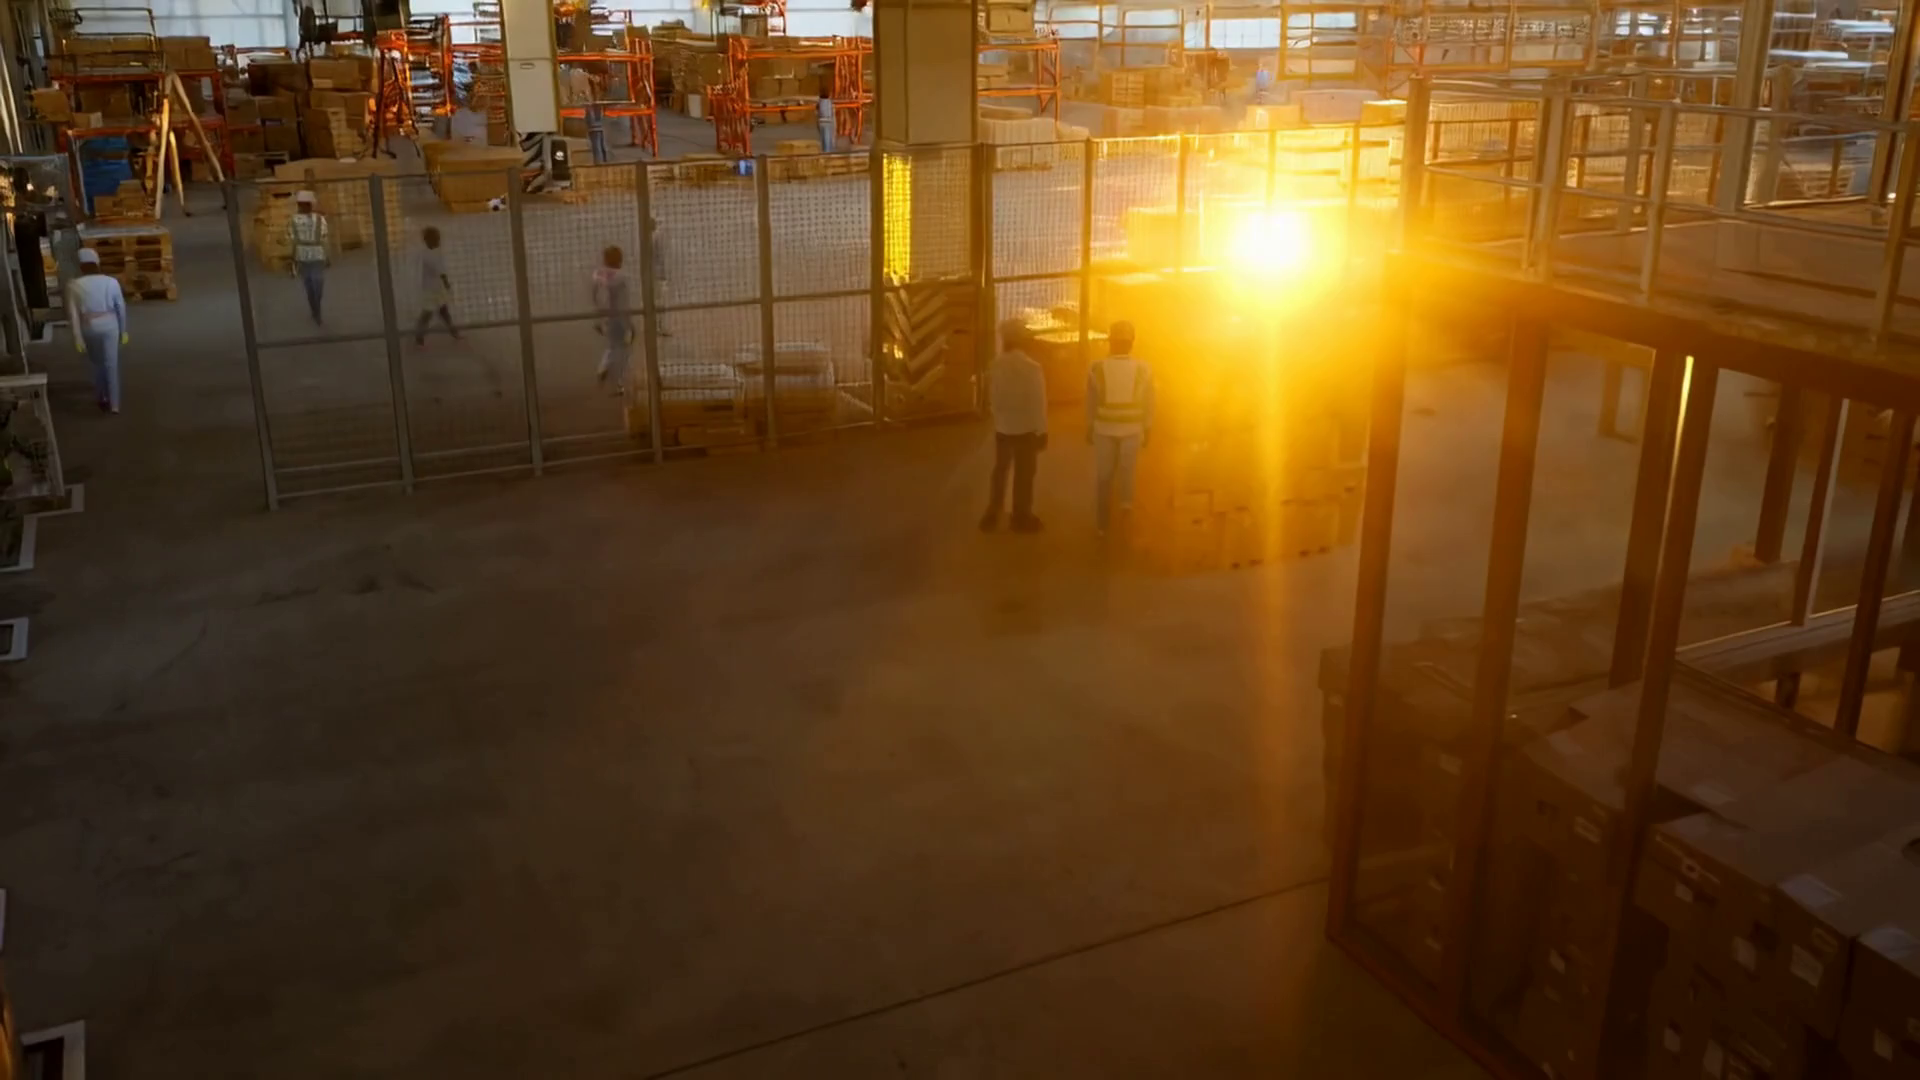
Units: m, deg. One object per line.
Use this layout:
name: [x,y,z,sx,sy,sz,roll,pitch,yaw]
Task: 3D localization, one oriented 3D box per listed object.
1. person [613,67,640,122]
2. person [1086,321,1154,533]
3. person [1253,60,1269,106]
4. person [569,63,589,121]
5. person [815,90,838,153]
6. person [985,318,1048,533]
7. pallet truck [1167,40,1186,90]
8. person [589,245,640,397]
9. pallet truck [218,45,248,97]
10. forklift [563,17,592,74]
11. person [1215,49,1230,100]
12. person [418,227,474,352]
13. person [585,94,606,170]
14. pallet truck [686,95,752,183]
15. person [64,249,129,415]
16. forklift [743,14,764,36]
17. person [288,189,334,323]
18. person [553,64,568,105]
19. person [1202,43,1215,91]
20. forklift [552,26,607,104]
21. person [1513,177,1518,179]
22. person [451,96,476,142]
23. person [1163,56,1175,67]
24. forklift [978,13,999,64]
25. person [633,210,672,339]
person: [-11.175,-14.788,55.213,1.022,1.787,0.540,10,21,26]
person: [1.439,-1.011,15.026,0.604,1.937,0.403,2,19,5]
person: [10.302,-15.445,56.889,0.549,1.924,0.683,11,22,28]
person: [-12.729,-15.027,55.688,0.638,1.917,0.813,-2,19,-7]
person: [-3.543,-10.939,43.954,0.621,1.841,0.429,-7,20,-18]
person: [0.495,-1.004,14.981,0.677,1.959,0.422,17,25,40]
pallet truck: [9.045,-19.971,69.895,0.823,1.965,1.885,-3,19,-8]
person: [-4.121,-2.575,19.730,0.647,1.826,0.526,15,24,36]
pallet truck: [-28.879,-18.665,66.111,0.823,1.965,1.885,-3,19,-9]
forklift: [-16.414,-21.275,72.343,1.873,2.768,1.129,-12,22,-31]
person: [10.105,-17.986,64.210,0.634,1.947,0.613,-13,23,-32]
person: [-6.943,-3.353,22.237,0.867,1.650,0.536,-12,22,-30]
person: [-9.235,-10.337,42.159,0.351,1.878,0.568,16,25,39]
pallet truck: [-5.836,-9.608,39.856,0.823,1.965,1.885,10,22,27]
person: [-9.947,-2.428,19.228,0.607,1.868,1.004,-11,22,-30]
forklift: [-9.678,-23.321,78.274,1.129,2.768,1.873,-9,21,-25]
person: [-9.383,-4.089,24.017,0.546,1.897,0.844,-1,19,-3]
person: [-14.215,-16.239,59.190,0.644,1.919,0.489,-17,25,-40]
person: [10.266,-19.534,68.742,0.372,1.930,0.665,-17,25,-40]
forklift: [-14.388,-17.837,62.377,1.873,2.768,1.129,-9,21,-25]
person: [8.486,-4.674,25.746,0.533,1.868,0.310,-6,20,-16]
person: [-12.053,-9.817,40.523,0.610,1.969,0.922,9,21,24]
person: [7.990,-17.809,64.123,0.538,1.674,0.689,-5,20,-15]
forklift: [0.980,-23.657,79.247,1.129,2.768,1.873,-12,22,-31]
person: [-4.269,-3.662,22.981,0.524,1.759,0.328,15,24,36]
